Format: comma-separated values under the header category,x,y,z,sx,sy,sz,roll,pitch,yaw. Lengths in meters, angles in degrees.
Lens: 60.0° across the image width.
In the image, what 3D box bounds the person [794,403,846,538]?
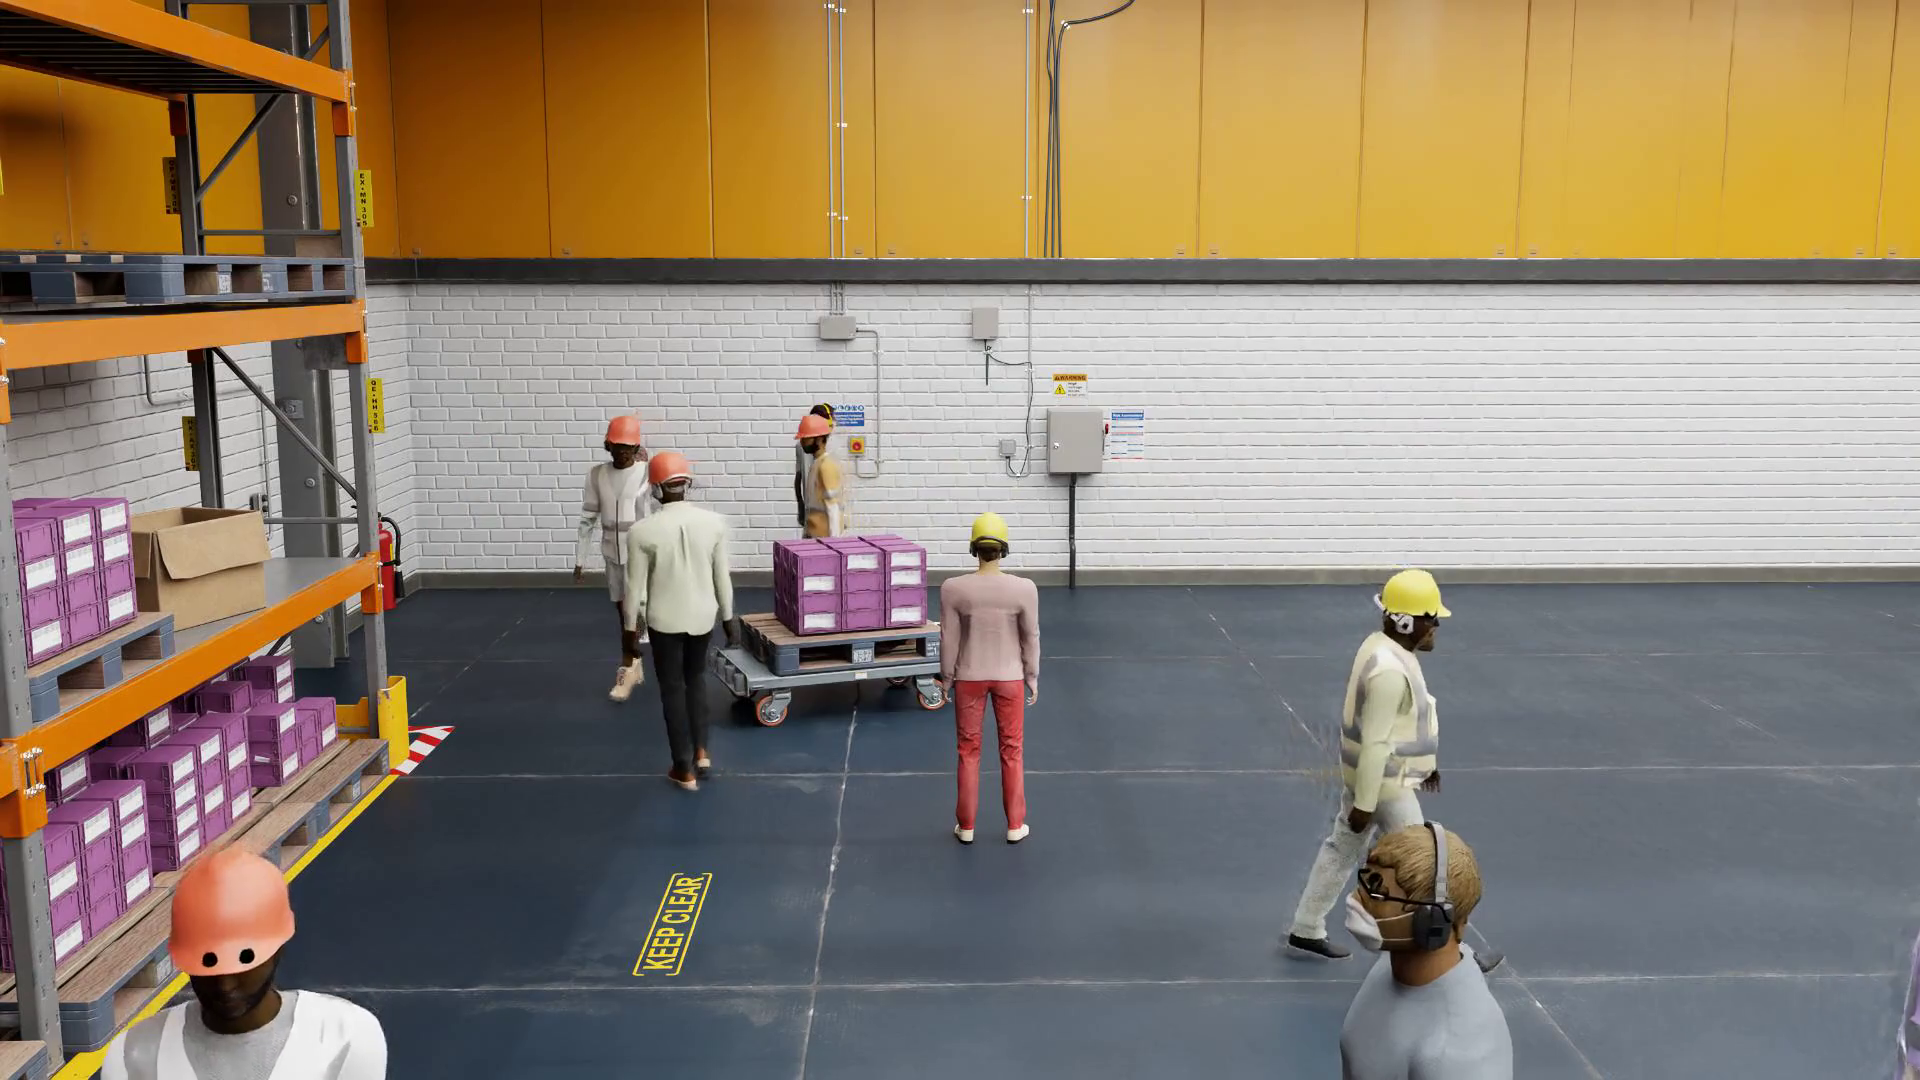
category,x,y,z,sx,sy,sz,roll,pitch,yaw
person,-1.213,-0.262,14.557,0.534,1.868,0.310,6,11,34

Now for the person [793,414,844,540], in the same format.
category,x,y,z,sx,sy,sz,roll,pitch,yaw
person,-1.147,-0.073,13.375,1.007,1.880,0.579,-1,9,-7

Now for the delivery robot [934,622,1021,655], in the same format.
category,x,y,z,sx,sy,sz,roll,pitch,yaw
delivery robot,0.117,0.717,12.285,0.707,0.478,0.477,-3,10,-16

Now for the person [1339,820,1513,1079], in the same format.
category,x,y,z,sx,sy,sz,roll,pitch,yaw
person,0.921,1.515,3.447,0.372,1.940,0.630,1,9,3

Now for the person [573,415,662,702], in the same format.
category,x,y,z,sx,sy,sz,roll,pitch,yaw
person,-2.406,0.130,11.684,0.688,2.013,0.831,3,10,17

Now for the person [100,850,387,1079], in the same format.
category,x,y,z,sx,sy,sz,roll,pitch,yaw
person,-1.458,1.528,3.484,0.552,1.911,0.899,-2,9,-11

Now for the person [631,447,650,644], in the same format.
category,x,y,z,sx,sy,sz,roll,pitch,yaw
person,-2.615,0.010,13.717,0.327,1.608,0.713,-2,10,-14

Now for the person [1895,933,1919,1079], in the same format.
category,x,y,z,sx,sy,sz,roll,pitch,yaw
person,2.508,1.457,3.888,0.627,1.901,0.762,-9,13,-44

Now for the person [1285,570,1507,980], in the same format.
category,x,y,z,sx,sy,sz,roll,pitch,yaw
person,1.849,1.000,7.109,0.924,1.783,0.594,1,9,8

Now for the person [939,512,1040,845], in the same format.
category,x,y,z,sx,sy,sz,roll,pitch,yaw
person,0.155,0.733,8.777,0.533,1.766,0.317,0,9,1

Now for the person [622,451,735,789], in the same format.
category,x,y,z,sx,sy,sz,roll,pitch,yaw
person,-1.673,0.462,9.785,0.656,1.973,0.554,-5,11,-29
